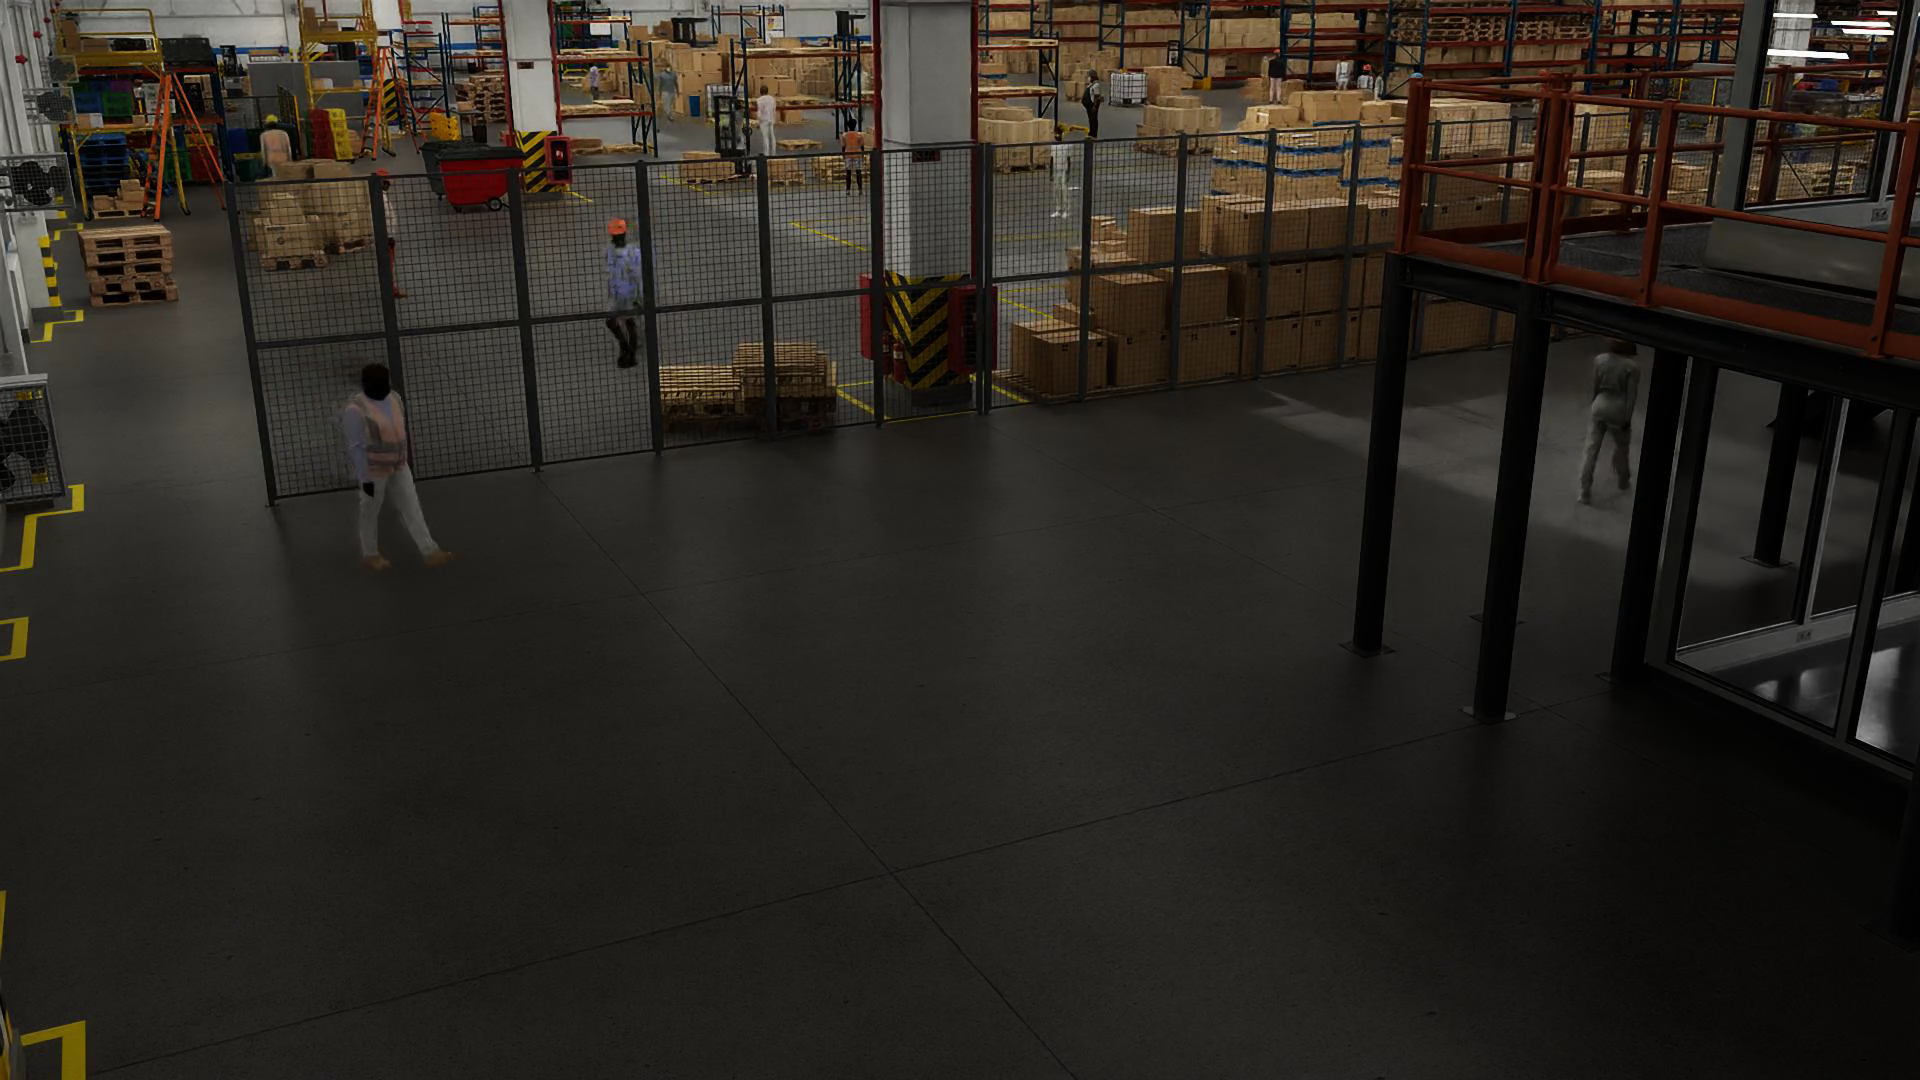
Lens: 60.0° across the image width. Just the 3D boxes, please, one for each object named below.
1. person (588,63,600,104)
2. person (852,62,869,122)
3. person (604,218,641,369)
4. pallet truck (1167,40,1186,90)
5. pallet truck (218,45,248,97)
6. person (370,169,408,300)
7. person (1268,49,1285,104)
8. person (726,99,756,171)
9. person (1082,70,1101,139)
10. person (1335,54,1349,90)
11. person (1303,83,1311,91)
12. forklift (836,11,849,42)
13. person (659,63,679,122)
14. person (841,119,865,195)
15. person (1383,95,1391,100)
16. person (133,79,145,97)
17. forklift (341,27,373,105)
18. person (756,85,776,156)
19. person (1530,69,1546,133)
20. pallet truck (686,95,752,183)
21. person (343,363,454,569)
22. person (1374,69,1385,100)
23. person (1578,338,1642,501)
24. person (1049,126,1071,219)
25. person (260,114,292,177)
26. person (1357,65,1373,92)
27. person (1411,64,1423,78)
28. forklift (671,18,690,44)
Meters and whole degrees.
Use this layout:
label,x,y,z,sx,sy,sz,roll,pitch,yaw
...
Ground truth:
label,x,y,z,sx,sy,sz,roll,pitch,yaw
person,-12.992,-16.133,58.908,0.392,1.910,0.673,-12,22,-30
person,-3.288,-14.879,55.250,0.634,1.924,0.439,-8,21,-22
person,-4.316,-3.137,21.208,0.577,1.922,0.405,10,21,26
pallet truck,9.045,-19.971,69.895,0.823,1.965,1.885,-3,19,-8
pallet truck,-28.879,-18.665,66.111,0.823,1.965,1.885,-3,19,-9
person,-8.861,-4.712,25.682,0.392,1.985,0.611,-13,23,-32
person,11.849,-17.351,62.307,0.609,1.992,0.386,6,20,16
person,-5.556,-10.158,41.747,0.946,1.791,0.641,-17,25,-40
person,3.897,-12.934,49.431,0.536,2.000,0.690,-3,19,-8
person,14.144,-17.011,61.503,0.619,1.865,0.439,-7,20,-19
person,9.773,-11.856,46.604,0.526,1.849,0.521,4,19,10
forklift,-5.860,-25.021,83.201,1.873,2.768,1.129,-9,21,-25
person,-9.713,-14.923,55.427,0.639,1.902,1.003,-9,21,-25
person,-2.403,-8.624,37.451,0.535,1.700,0.318,-1,19,-3
person,10.574,-10.108,41.448,0.601,1.905,0.519,5,20,13
person,-25.321,-13.406,51.420,0.517,1.633,0.314,6,20,18
forklift,-22.275,-17.346,60.954,1.873,2.768,1.129,-9,21,-25
person,-5.176,-11.153,44.427,0.372,1.936,0.629,16,25,39
person,17.872,-13.514,51.274,0.551,1.932,0.377,-3,19,-10
pallet truck,-5.836,-9.608,39.856,0.823,1.965,1.885,10,22,27
person,-4.775,-0.589,14.002,0.908,1.798,0.665,9,21,24
person,14.195,-15.131,56.408,0.311,1.639,0.512,3,19,10
person,6.320,-1.241,16.047,0.500,1.701,0.874,18,26,42
person,2.038,-7.514,34.006,0.502,1.859,0.343,13,23,34
person,-14.804,-8.272,36.102,0.611,1.912,0.500,-4,19,-11
person,13.065,-14.331,53.635,0.545,1.938,0.358,15,24,37
person,15.847,-15.670,57.880,0.532,1.697,0.320,-11,22,-28
forklift,-12.062,-21.173,72.047,1.873,2.768,1.129,-17,25,-40
